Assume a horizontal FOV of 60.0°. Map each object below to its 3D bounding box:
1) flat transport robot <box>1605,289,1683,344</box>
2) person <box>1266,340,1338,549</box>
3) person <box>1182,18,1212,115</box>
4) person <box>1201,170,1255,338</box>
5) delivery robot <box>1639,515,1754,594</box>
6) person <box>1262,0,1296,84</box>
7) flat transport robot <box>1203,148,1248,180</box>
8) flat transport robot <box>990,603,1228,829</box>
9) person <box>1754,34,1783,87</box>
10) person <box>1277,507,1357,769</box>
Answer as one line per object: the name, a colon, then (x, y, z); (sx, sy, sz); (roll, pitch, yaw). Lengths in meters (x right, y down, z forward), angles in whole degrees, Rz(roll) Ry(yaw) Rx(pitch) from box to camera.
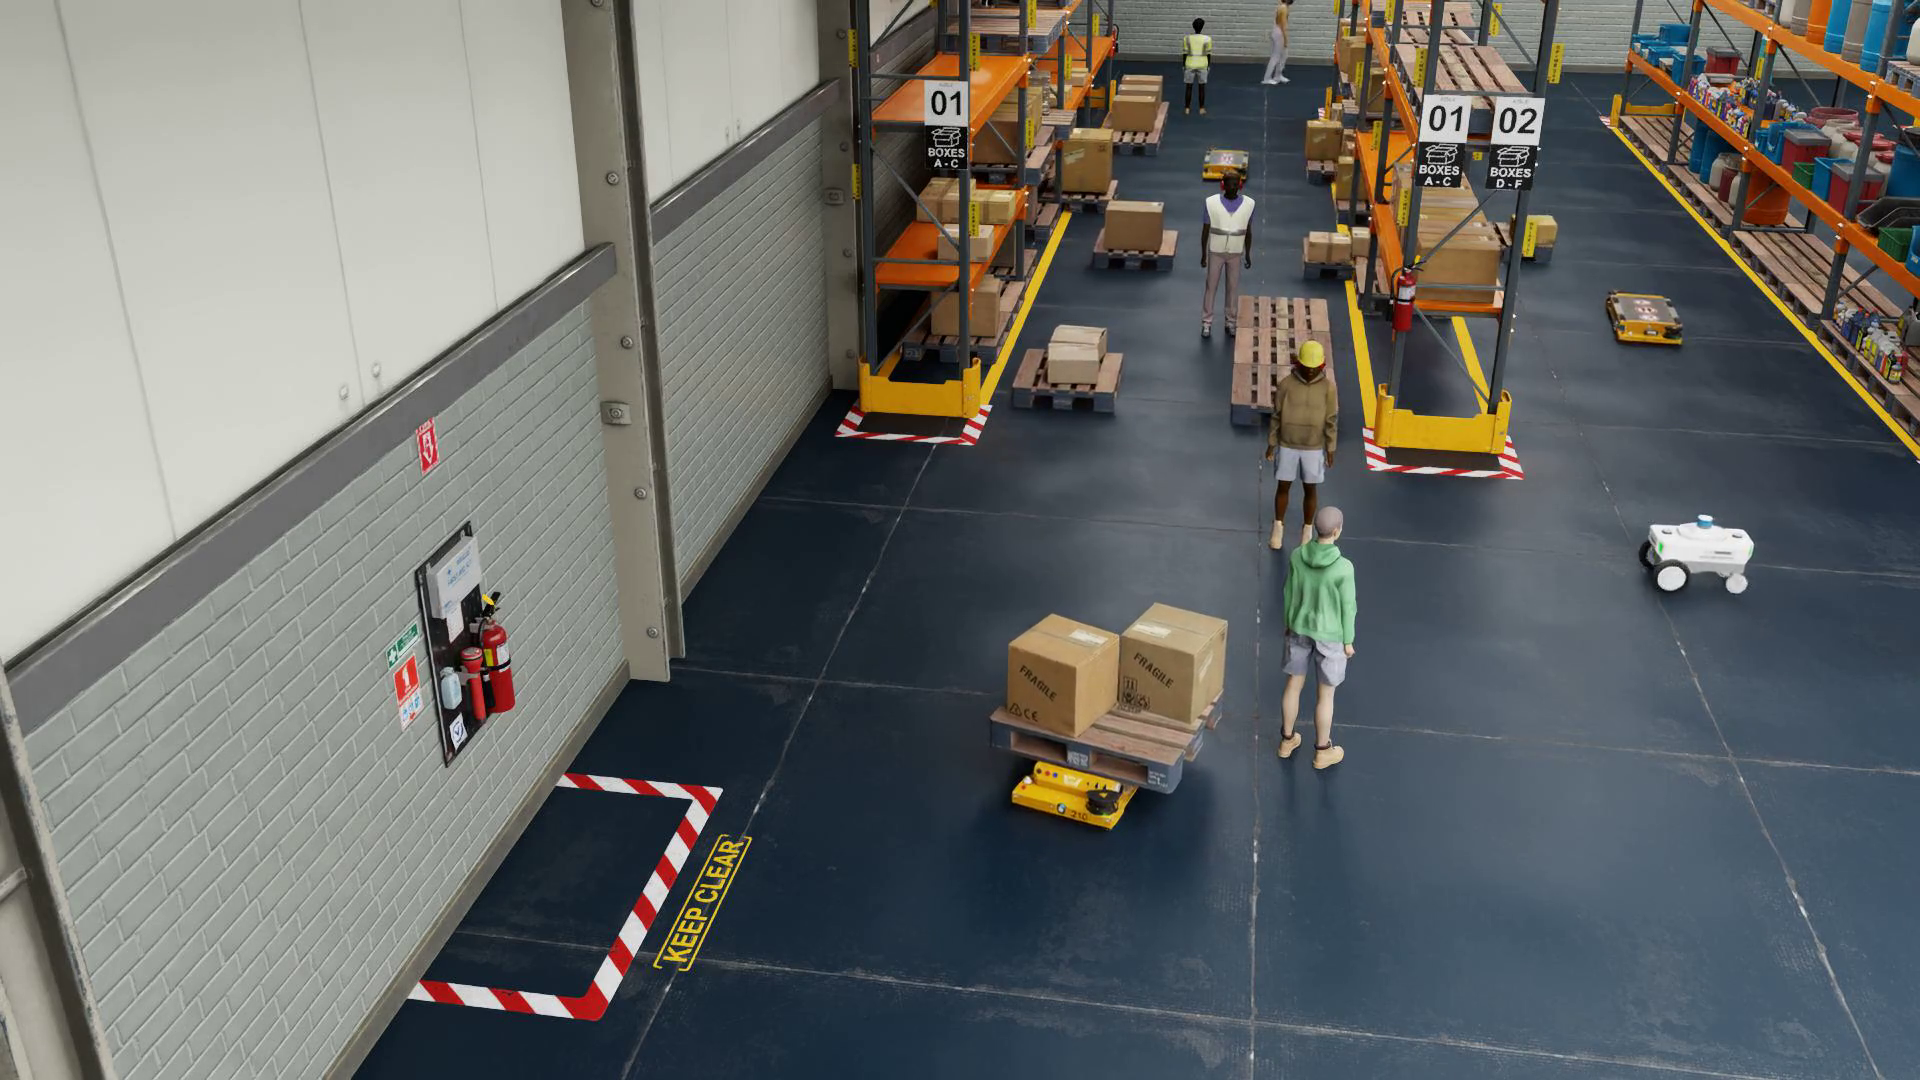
flat transport robot: (7.695, -2.510, 18.730); (0.659, 0.231, 1.431); (6, 26, 13)
person: (2.718, -0.761, 13.229); (0.541, 1.756, 0.415); (7, 26, 15)
person: (4.237, -8.478, 29.815); (0.531, 1.696, 0.319); (5, 25, 10)
person: (2.910, -3.137, 18.208); (0.562, 1.847, 0.389); (-1, 25, -2)
delivery robot: (5.673, 0.094, 12.810); (0.782, 0.587, 0.499); (3, 25, 7)
person: (6.300, -9.860, 32.636); (0.641, 1.814, 0.520); (3, 25, 7)
flat transport robot: (4.135, -5.833, 25.843); (0.659, 0.231, 1.431); (4, 25, 9)
flat transport robot: (0.915, 1.317, 10.539); (0.659, 0.231, 1.431); (12, 27, 23)
person: (15.831, -9.761, 32.476); (0.300, 1.772, 0.523); (-18, 30, -33)
person: (2.209, 0.606, 10.320); (0.471, 1.743, 0.342); (18, 31, 34)
